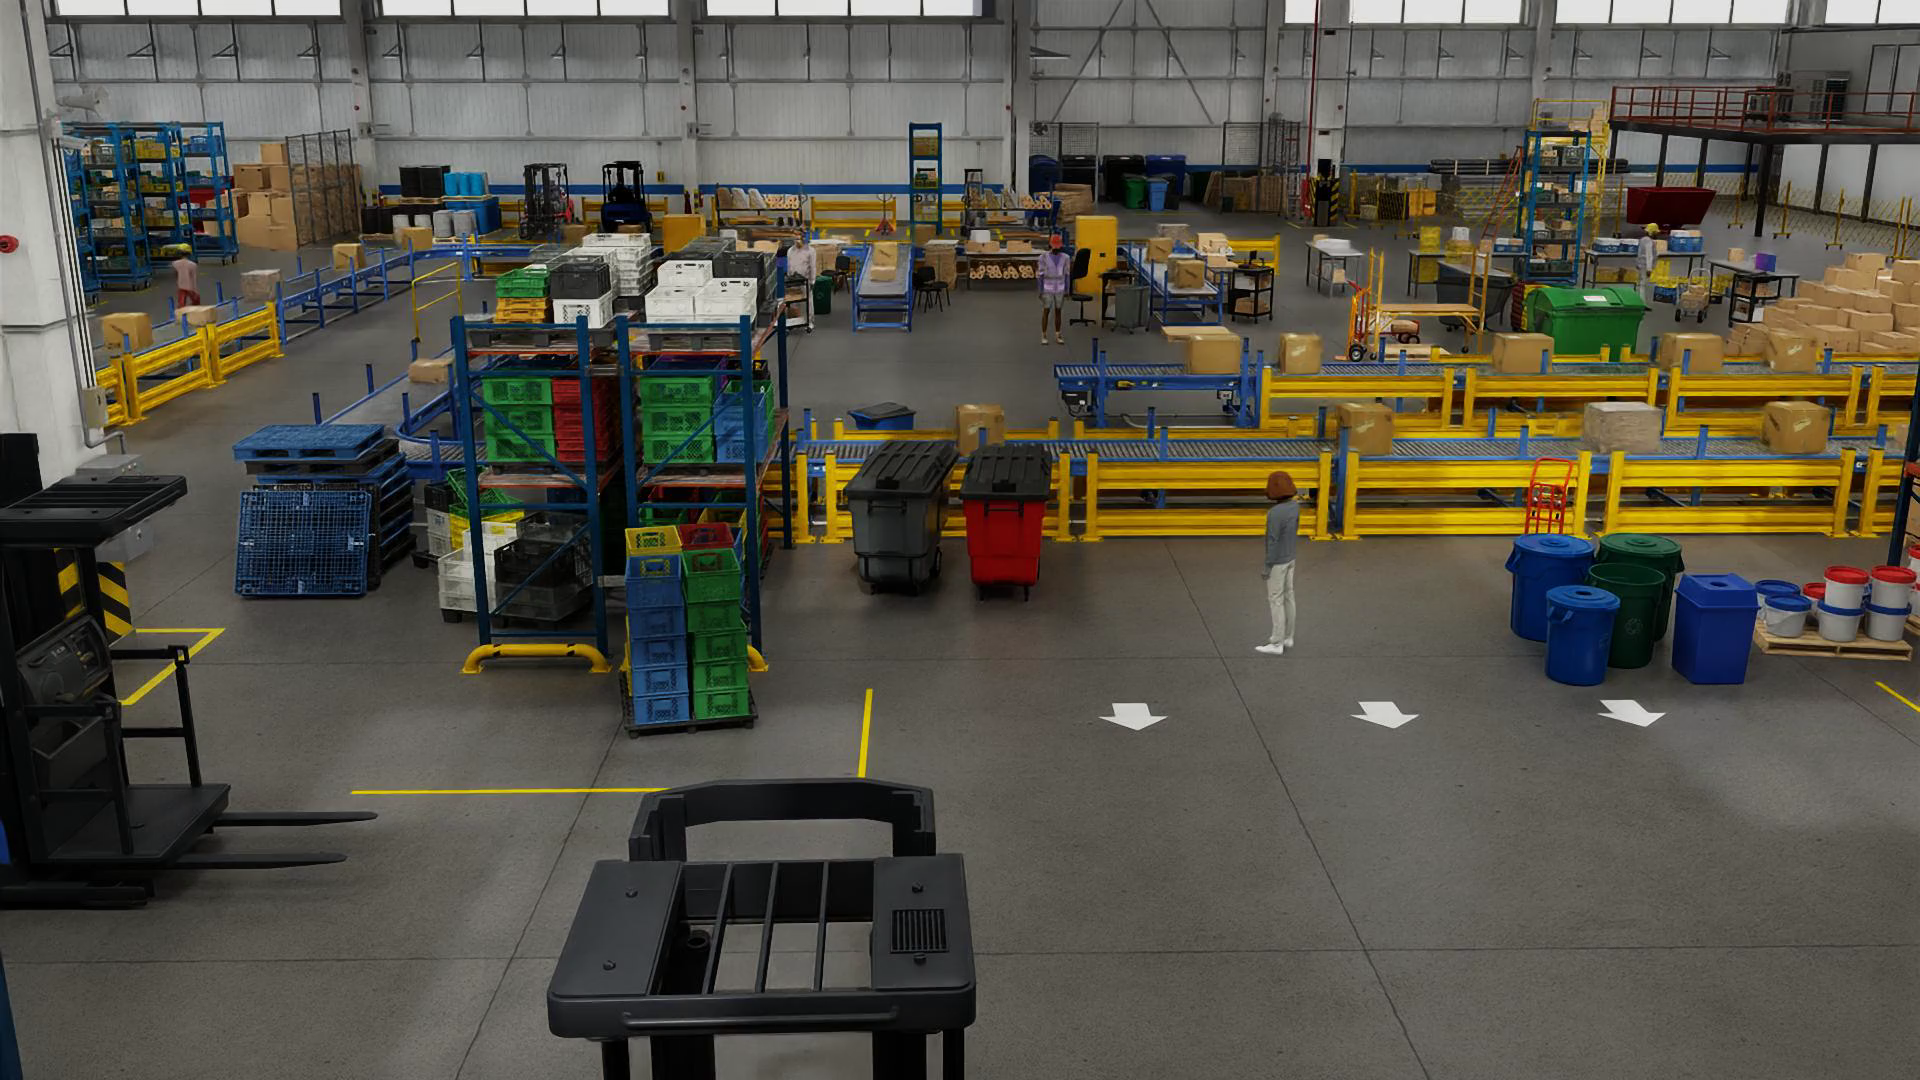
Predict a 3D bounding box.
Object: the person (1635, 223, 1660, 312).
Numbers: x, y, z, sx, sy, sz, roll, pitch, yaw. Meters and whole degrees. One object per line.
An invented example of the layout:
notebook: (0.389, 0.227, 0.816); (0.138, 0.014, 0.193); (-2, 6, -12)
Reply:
person: (14.372, -5.710, 34.795); (0.403, 1.828, 0.595); (2, 16, 7)

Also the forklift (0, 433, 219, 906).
forklift: (-5.952, 0.780, 10.366); (1.873, 2.768, 1.129); (0, 16, -1)

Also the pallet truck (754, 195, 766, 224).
pallet truck: (-6.051, -9.967, 50.660); (0.680, 1.201, 1.601); (0, 16, -1)

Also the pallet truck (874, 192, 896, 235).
pallet truck: (-2.277, -9.986, 50.594); (0.653, 1.274, 1.630); (0, 16, -1)

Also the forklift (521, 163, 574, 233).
forklift: (-12.233, -10.122, 49.298); (1.157, 1.987, 2.680); (0, 16, -1)

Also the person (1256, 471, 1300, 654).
person: (2.804, 0.195, 14.621); (0.270, 1.631, 0.507); (12, 20, 35)

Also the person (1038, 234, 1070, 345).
person: (1.736, -4.597, 30.565); (0.605, 2.034, 0.394); (-3, 16, -12)

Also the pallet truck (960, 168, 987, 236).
pallet truck: (0.383, -10.230, 50.206); (0.823, 1.965, 1.885); (-1, 16, -3)

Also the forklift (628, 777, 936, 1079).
forklift: (-0.542, 2.165, 5.552); (1.129, 2.768, 1.873); (-1, 16, -2)

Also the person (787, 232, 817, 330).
person: (-3.097, -5.039, 32.349); (0.630, 1.899, 0.402); (7, 17, 23)

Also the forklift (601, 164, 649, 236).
forklift: (-9.948, -10.127, 49.296); (1.157, 1.987, 2.680); (-1, 16, -3)

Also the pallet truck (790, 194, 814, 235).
pallet truck: (-4.814, -9.883, 50.259); (0.704, 1.261, 1.522); (-1, 16, -3)

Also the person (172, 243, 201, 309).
person: (-14.801, -4.801, 31.809); (0.519, 1.733, 0.865); (0, 16, 2)

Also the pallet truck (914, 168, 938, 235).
pallet truck: (-0.989, -10.316, 50.507); (0.823, 1.965, 1.885); (1, 16, 3)
